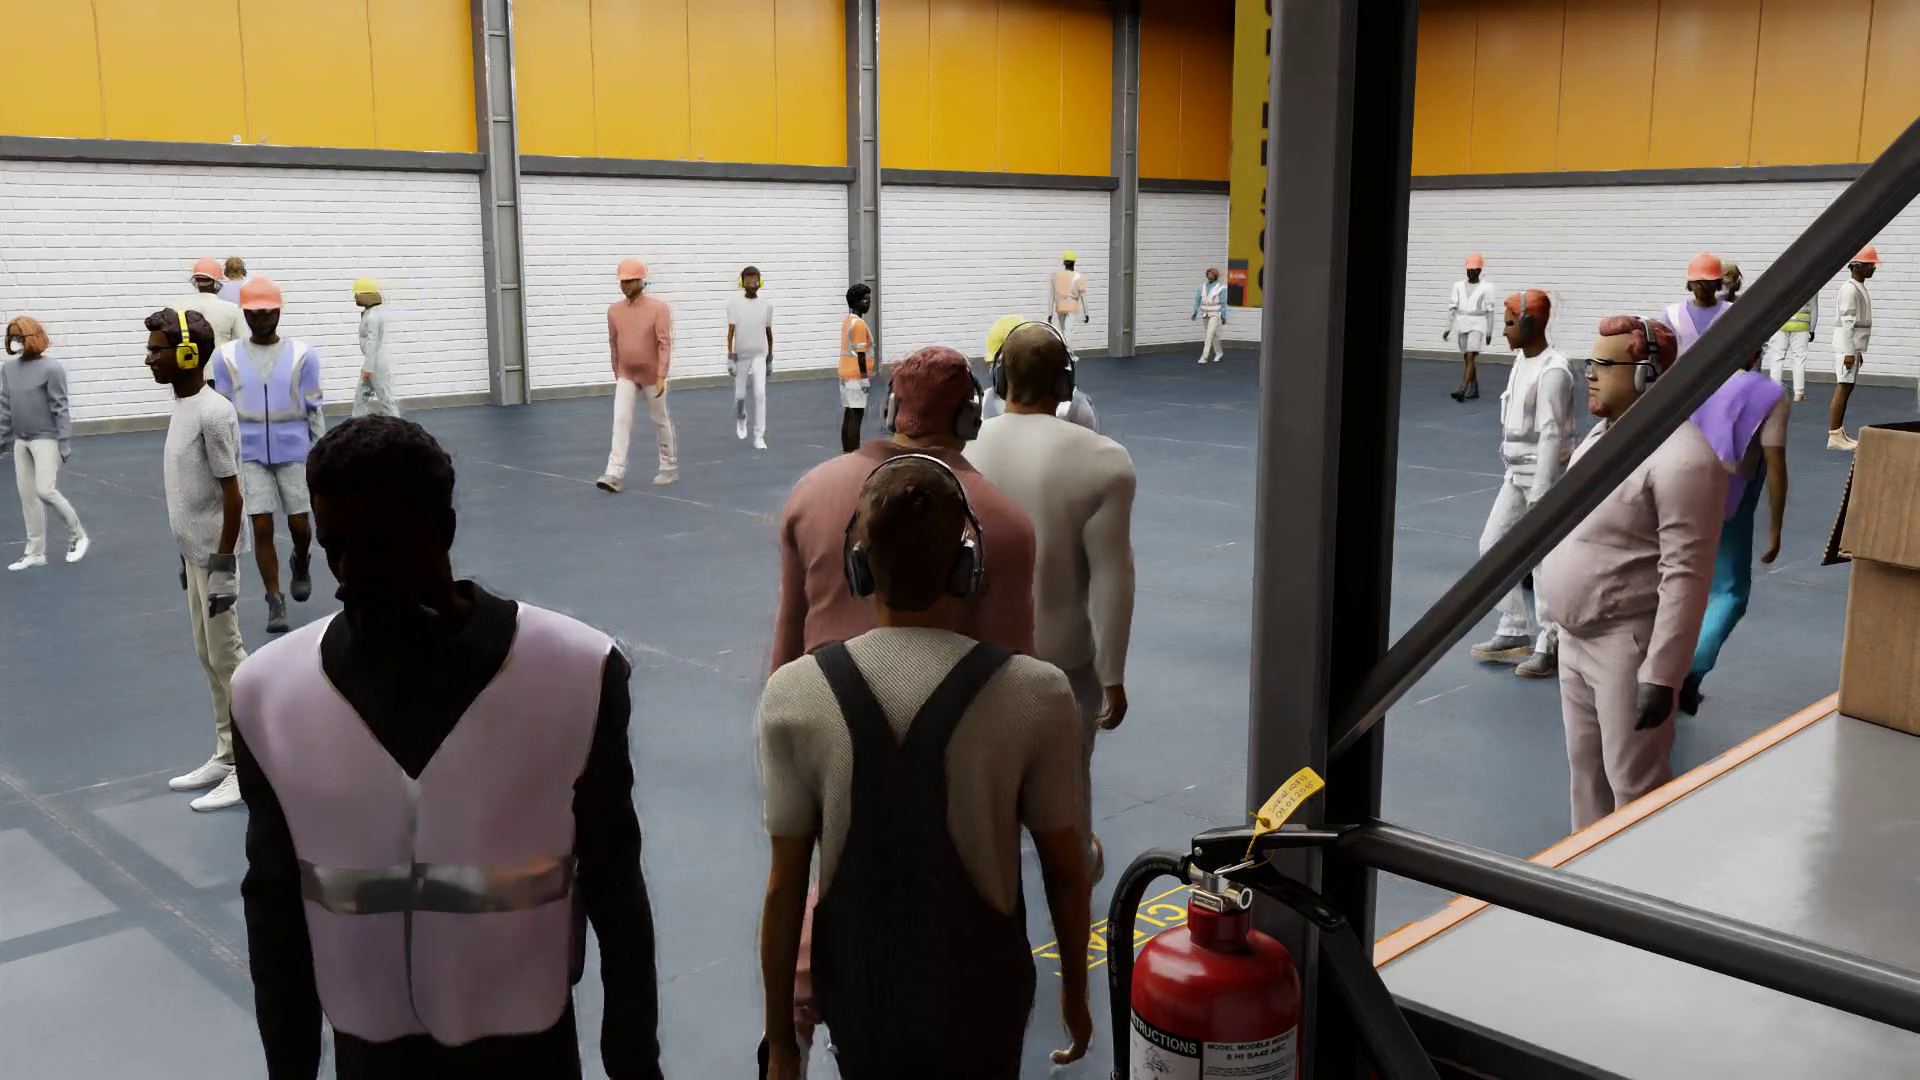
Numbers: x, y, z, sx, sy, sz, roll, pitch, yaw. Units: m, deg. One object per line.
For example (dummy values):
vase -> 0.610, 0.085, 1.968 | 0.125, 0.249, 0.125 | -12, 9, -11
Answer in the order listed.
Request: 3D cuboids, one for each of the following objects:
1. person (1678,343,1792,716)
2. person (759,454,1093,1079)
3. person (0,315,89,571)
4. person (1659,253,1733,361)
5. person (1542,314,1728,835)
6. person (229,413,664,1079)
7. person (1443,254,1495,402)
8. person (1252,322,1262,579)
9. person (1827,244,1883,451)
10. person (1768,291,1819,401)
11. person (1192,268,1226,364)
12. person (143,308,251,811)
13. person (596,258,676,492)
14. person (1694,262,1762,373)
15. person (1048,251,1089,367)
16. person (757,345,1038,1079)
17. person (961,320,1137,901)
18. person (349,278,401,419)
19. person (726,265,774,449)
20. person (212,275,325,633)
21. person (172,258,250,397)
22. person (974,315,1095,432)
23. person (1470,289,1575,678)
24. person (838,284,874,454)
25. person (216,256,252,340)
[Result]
person -> 3.271, -0.098, 7.284 | 0.562, 1.816, 0.613 | -8, 13, -37
person -> -0.058, 0.765, 2.687 | 0.529, 1.805, 0.990 | 2, 11, 9
person -> -5.943, -0.619, 10.648 | 0.522, 1.629, 0.393 | 4, 11, 22
person -> 5.344, -1.068, 12.093 | 0.633, 1.990, 1.029 | 7, 12, 32
person -> 1.888, 0.308, 4.828 | 0.403, 1.911, 0.637 | -1, 10, -4
person -> -0.764, 0.731, 2.572 | 0.624, 1.885, 0.779 | -1, 10, -5
person -> 6.559, -2.723, 21.438 | 0.552, 1.885, 1.008 | 10, 14, 42
person -> 1.941, -0.570, 10.003 | 0.317, 1.767, 0.535 | 0, 10, 0
person -> 8.891, -1.911, 16.553 | 0.367, 2.046, 0.608 | 7, 12, 33
person -> 10.747, -2.718, 21.524 | 0.619, 1.839, 0.430 | 6, 12, 29
person -> 4.240, -3.770, 27.918 | 0.514, 1.593, 0.869 | 10, 14, 43
person -> -2.826, 0.072, 6.219 | 0.311, 1.869, 0.532 | -8, 13, -36
person -> -2.696, -1.380, 13.959 | 0.614, 1.940, 1.042 | 3, 11, 14
person -> 5.976, -1.222, 13.151 | 0.649, 1.909, 0.652 | 8, 13, 37
person -> 1.757, -3.663, 26.555 | 0.615, 1.871, 0.976 | 6, 12, 28
person -> -0.167, 0.494, 3.898 | 0.692, 1.876, 0.591 | 5, 11, 24
person -> 0.206, 0.308, 4.877 | 0.657, 1.883, 1.008 | 3, 11, 16
person -> -5.835, -1.690, 16.239 | 0.769, 1.714, 0.514 | -5, 11, -23
person -> -2.131, -1.860, 16.847 | 0.508, 1.839, 0.764 | -2, 11, -11
person -> -3.752, -0.484, 9.094 | 0.543, 1.925, 0.632 | -3, 11, -18
person -> -6.313, -1.408, 14.108 | 0.644, 1.941, 1.046 | 0, 10, -1
person -> 0.252, -0.030, 6.958 | 0.622, 1.803, 0.643 | 5, 11, 24
person -> 2.744, -0.277, 8.104 | 0.499, 1.869, 0.689 | 0, 10, -1
person -> -0.938, -1.472, 15.108 | 0.322, 1.697, 0.532 | -3, 11, -16
person -> -7.727, -2.079, 17.859 | 0.652, 1.902, 0.842 | -4, 11, -22
